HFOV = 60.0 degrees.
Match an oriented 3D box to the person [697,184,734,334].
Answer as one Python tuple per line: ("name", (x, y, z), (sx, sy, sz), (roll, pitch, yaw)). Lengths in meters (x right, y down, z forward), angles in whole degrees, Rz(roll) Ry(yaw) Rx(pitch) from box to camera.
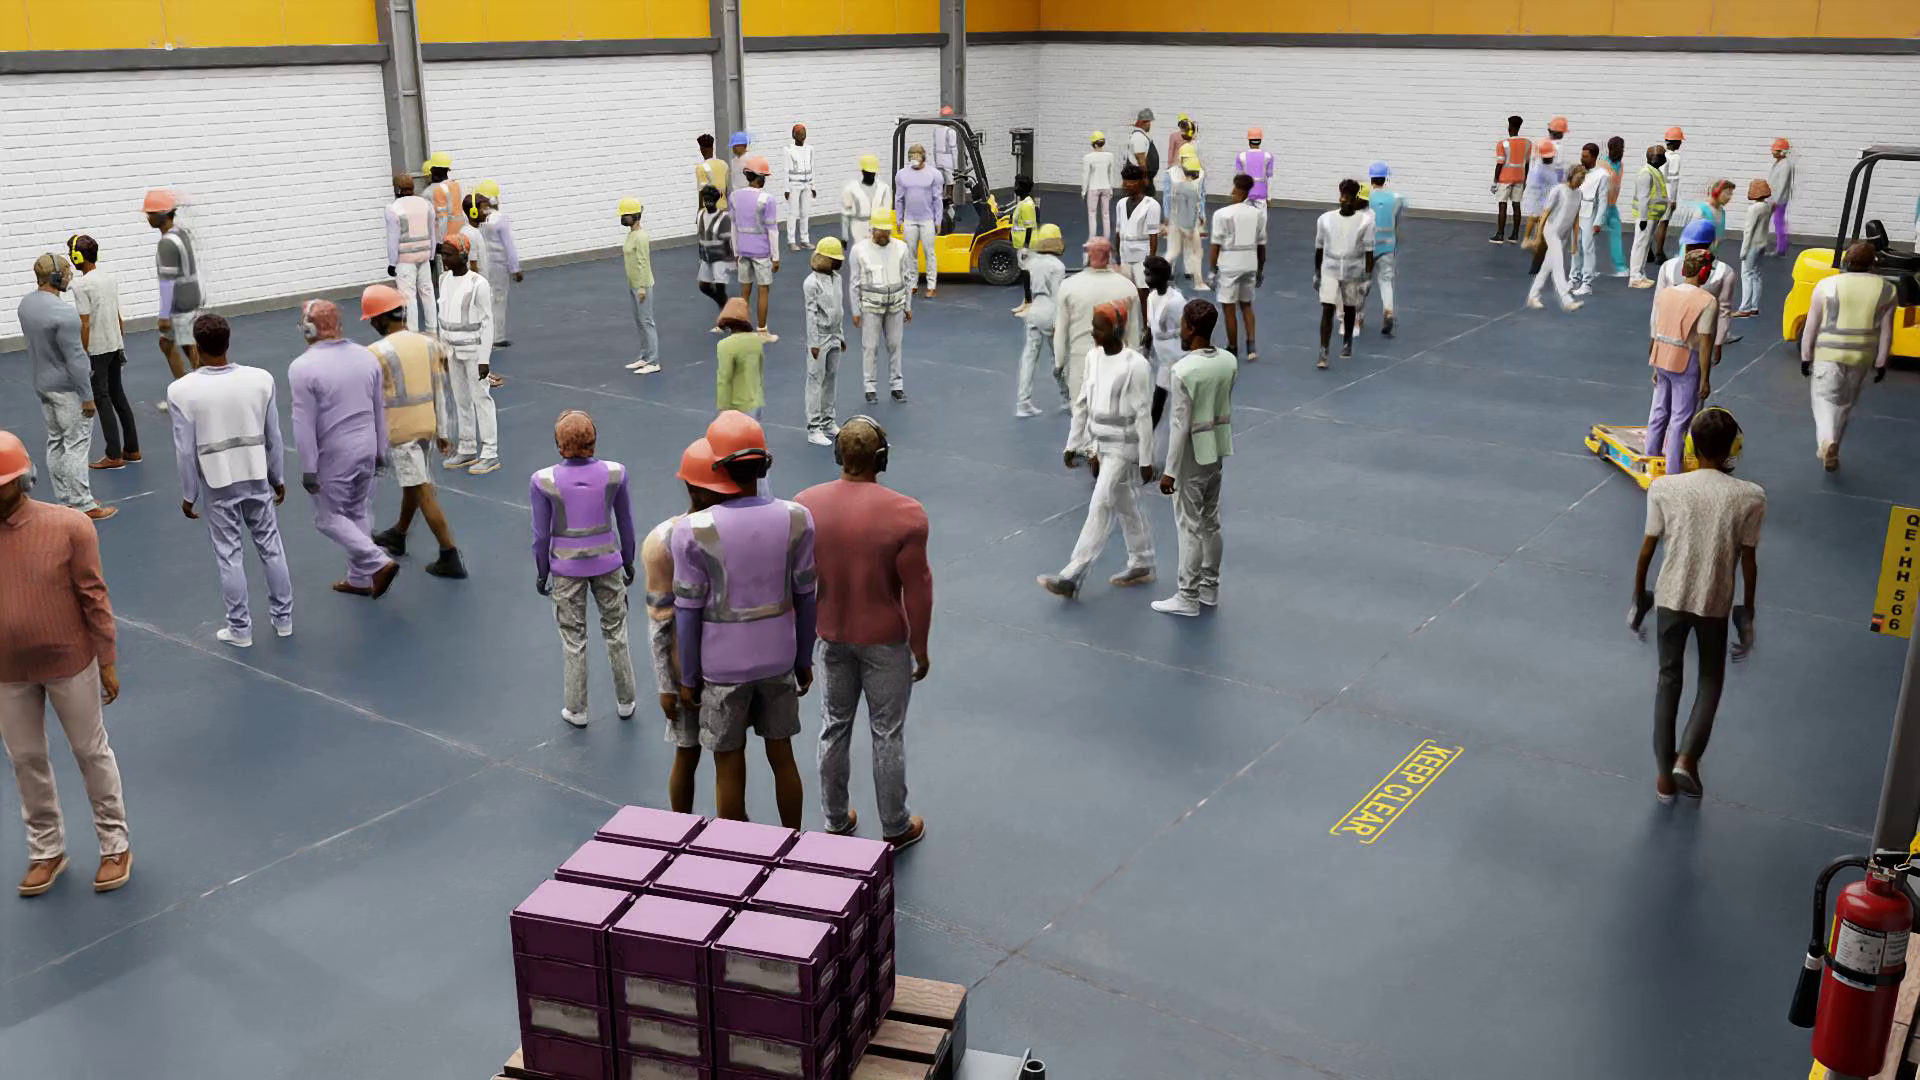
("person", (-2.734, -3.176, 18.776), (0.551, 1.673, 0.437), (13, 22, 34))

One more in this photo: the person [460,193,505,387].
("person", (-4.651, -2.409, 16.087), (0.331, 1.864, 0.506), (-5, 18, -16))

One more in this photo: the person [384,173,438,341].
("person", (-6.003, -3.063, 18.161), (0.429, 1.841, 0.635), (11, 21, 31))

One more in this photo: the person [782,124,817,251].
("person", (-2.432, -5.345, 25.228), (0.584, 1.882, 0.337), (-15, 23, -40))

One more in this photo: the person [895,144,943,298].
("person", (-0.526, -4.039, 21.082), (0.633, 1.929, 0.388), (5, 18, 14))

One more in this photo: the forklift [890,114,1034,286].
("forklift", (-0.171, -4.594, 22.377), (2.313, 2.155, 1.214), (1, 18, 3))

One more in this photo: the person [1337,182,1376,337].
("person", (4.355, -3.117, 18.533), (0.512, 1.701, 0.607), (3, 18, 9))

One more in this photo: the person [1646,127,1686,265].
("person", (10.105, -4.925, 23.827), (0.375, 1.939, 0.546), (-3, 18, -10))

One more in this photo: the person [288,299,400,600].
("person", (-3.710, -0.512, 10.116), (0.593, 1.884, 0.675), (8, 19, 24))

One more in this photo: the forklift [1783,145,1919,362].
("forklift", (9.803, -2.879, 17.013), (2.313, 2.155, 1.214), (12, 21, 33))

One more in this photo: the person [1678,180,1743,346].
("person", (8.124, -3.013, 18.103), (0.588, 1.771, 1.000), (-9, 20, -26))

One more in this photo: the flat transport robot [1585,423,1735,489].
("flat transport robot", (5.551, -0.676, 13.231), (0.652, 0.197, 1.431), (0, 18, 1))

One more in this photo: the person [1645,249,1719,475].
("person", (5.431, -1.272, 12.572), (0.394, 1.836, 0.559), (-6, 19, -17))

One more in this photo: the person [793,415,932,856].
("person", (-0.419, 0.420, 7.109), (0.630, 1.938, 0.366), (6, 19, 17))

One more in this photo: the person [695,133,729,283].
("person", (-3.317, -4.426, 22.228), (0.372, 1.961, 0.601), (10, 20, 28))

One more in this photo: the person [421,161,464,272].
("person", (-6.539, -3.944, 21.125), (0.530, 1.714, 0.343), (-14, 22, -37))

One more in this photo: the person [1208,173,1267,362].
("person", (2.889, -2.769, 17.087), (0.648, 1.944, 0.555), (-8, 19, -23))

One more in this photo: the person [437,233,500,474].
("person", (-3.890, -1.460, 13.080), (0.576, 1.882, 0.355), (12, 21, 33))

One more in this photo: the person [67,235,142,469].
("person", (-6.829, -1.488, 13.218), (0.335, 1.857, 0.529), (2, 18, 5))

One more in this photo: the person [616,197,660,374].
("person", (-3.247, -2.552, 16.701), (0.335, 1.759, 0.515), (-8, 19, -23))

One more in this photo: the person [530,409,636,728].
("person", (-1.895, 0.152, 8.431), (0.521, 1.639, 0.311), (-8, 19, -23))

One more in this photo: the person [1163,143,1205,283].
("person", (3.005, -4.373, 22.271), (0.588, 1.834, 0.403), (-4, 18, -13))

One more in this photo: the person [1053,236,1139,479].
("person", (1.065, -1.382, 12.851), (0.669, 1.878, 0.686), (-3, 18, -9))

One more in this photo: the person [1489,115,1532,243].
("person", (8.591, -5.625, 25.969), (0.602, 1.967, 0.366), (-4, 18, -13))

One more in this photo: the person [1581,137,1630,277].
("person", (8.867, -4.493, 22.552), (0.628, 1.882, 0.914), (-12, 22, -34))

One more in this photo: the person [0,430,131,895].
("person", (-3.758, 0.506, 6.773), (0.624, 1.984, 0.413), (-4, 18, -11))

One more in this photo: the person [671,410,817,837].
("person", (-0.874, 0.477, 6.791), (0.601, 2.036, 0.418), (-10, 20, -29))

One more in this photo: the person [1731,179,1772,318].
("person", (9.408, -3.452, 19.731), (0.505, 1.628, 0.278), (-16, 23, -40))

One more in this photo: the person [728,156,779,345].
("person", (-2.209, -3.142, 18.110), (0.612, 2.030, 0.403), (10, 20, 29))

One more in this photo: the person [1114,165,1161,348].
("person", (1.895, -3.067, 17.993), (0.384, 1.952, 0.621), (-14, 23, -38))

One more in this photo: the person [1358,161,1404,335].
("person", (4.714, -3.291, 18.763), (0.588, 1.918, 0.909), (0, 18, 0))

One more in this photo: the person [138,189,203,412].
("person", (-7.061, -2.084, 14.797), (0.688, 2.023, 0.626), (-5, 18, -14))
